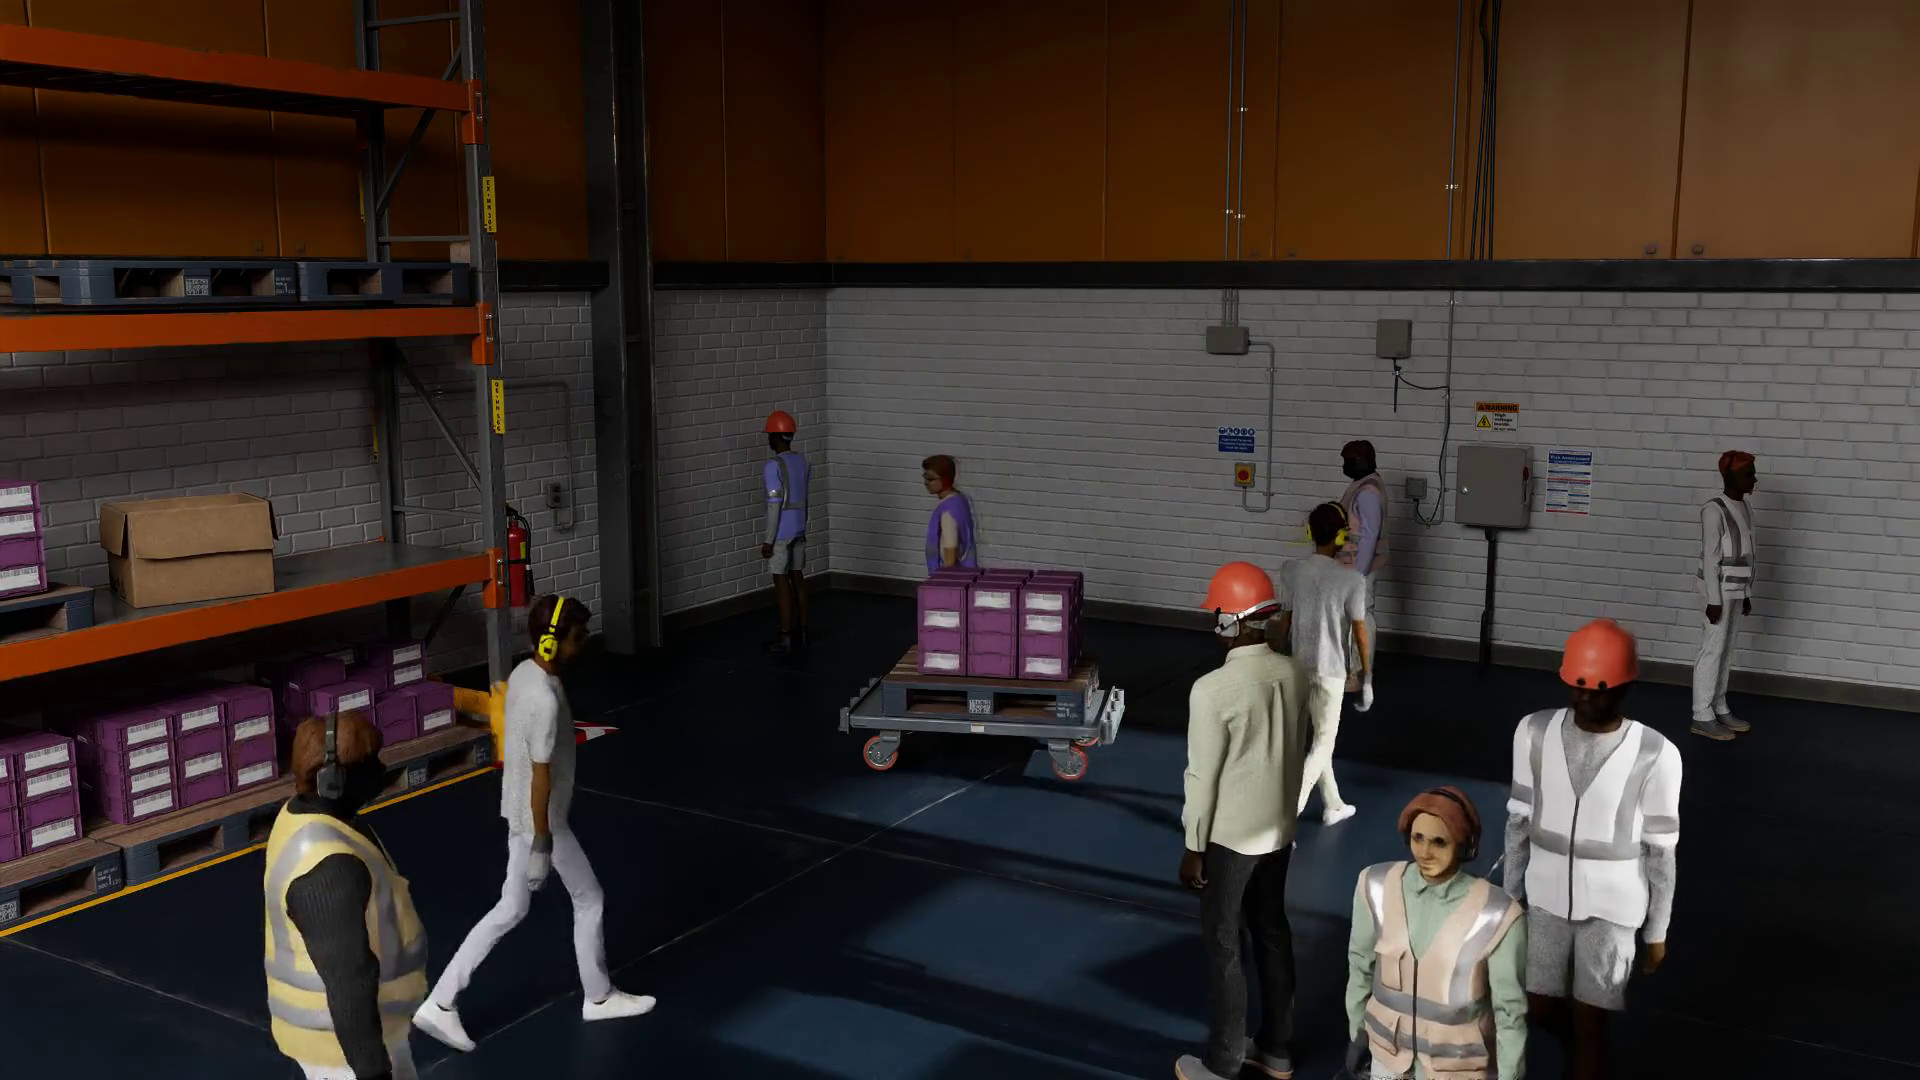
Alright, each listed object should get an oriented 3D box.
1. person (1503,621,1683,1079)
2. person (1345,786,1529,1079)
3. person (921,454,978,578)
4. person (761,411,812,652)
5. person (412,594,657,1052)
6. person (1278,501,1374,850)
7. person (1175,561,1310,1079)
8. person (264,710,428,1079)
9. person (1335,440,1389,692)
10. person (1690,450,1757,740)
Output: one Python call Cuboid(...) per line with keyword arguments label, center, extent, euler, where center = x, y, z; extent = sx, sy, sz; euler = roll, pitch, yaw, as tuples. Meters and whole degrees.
Cuboid(label="person", center=(2.111, 1.189, 5.578), extent=(0.564, 1.920, 0.655), euler=(7, 12, 38))
Cuboid(label="person", center=(1.330, 1.478, 4.676), extent=(0.531, 1.631, 0.315), euler=(7, 12, 39))
Cuboid(label="person", center=(-0.055, 0.309, 11.386), extent=(0.464, 1.814, 0.622), euler=(1, 9, 4))
Cuboid(label="person", center=(-1.429, -0.071, 13.385), extent=(0.366, 1.935, 0.552), euler=(5, 10, 27))
Cuboid(label="person", center=(-1.704, 1.092, 6.506), extent=(0.936, 1.815, 0.581), euler=(-5, 11, -31))
Cuboid(label="person", center=(1.916, 0.709, 8.863), extent=(0.525, 1.835, 0.910), euler=(8, 12, 42))
Cuboid(label="person", center=(1.038, 1.065, 6.167), extent=(0.608, 1.987, 0.404), euler=(-8, 12, -42))
Cuboid(label="person", center=(-1.744, 1.376, 4.703), extent=(0.477, 1.828, 0.629), euler=(-3, 10, -19))
Cuboid(label="person", center=(2.893, 0.184, 12.114), extent=(0.429, 1.838, 0.622), euler=(2, 9, 11))
Cuboid(label="person", center=(5.030, 0.354, 10.906), extent=(0.355, 1.882, 0.575), euler=(9, 13, 43))
